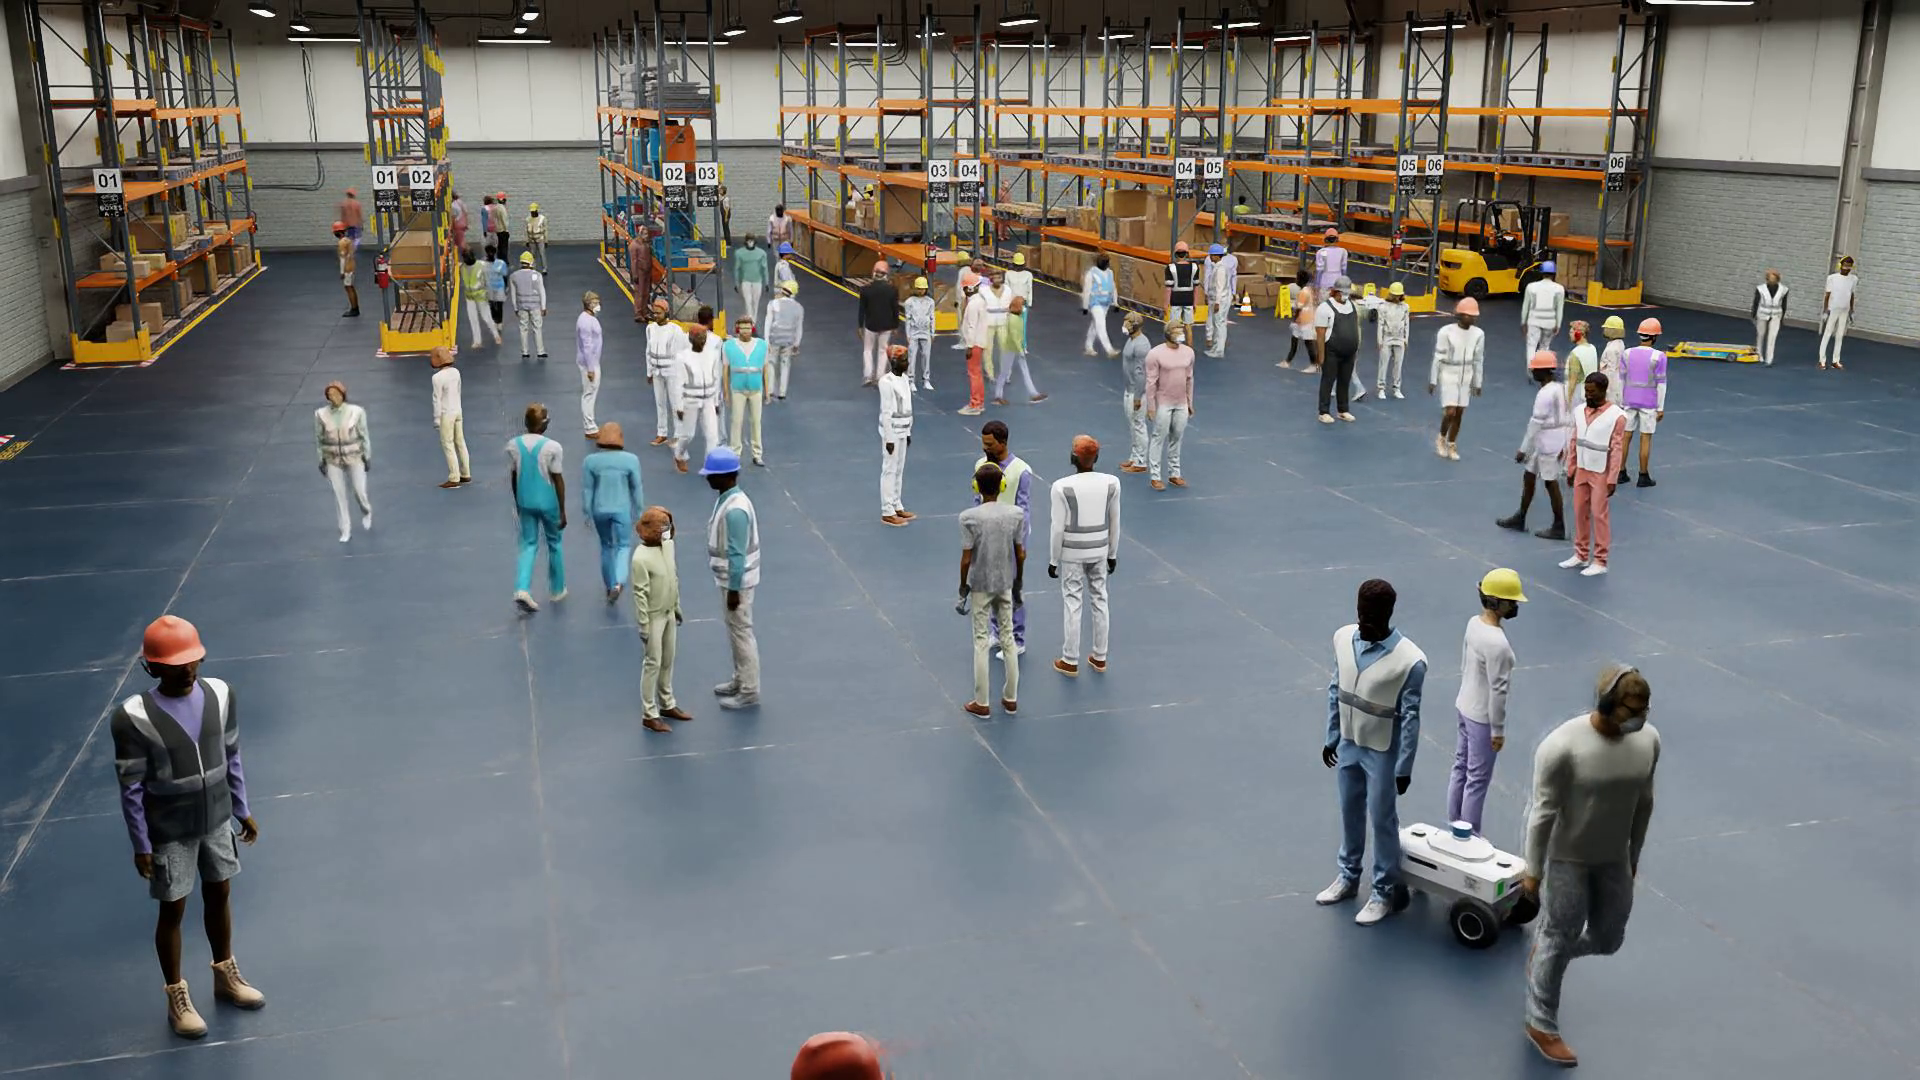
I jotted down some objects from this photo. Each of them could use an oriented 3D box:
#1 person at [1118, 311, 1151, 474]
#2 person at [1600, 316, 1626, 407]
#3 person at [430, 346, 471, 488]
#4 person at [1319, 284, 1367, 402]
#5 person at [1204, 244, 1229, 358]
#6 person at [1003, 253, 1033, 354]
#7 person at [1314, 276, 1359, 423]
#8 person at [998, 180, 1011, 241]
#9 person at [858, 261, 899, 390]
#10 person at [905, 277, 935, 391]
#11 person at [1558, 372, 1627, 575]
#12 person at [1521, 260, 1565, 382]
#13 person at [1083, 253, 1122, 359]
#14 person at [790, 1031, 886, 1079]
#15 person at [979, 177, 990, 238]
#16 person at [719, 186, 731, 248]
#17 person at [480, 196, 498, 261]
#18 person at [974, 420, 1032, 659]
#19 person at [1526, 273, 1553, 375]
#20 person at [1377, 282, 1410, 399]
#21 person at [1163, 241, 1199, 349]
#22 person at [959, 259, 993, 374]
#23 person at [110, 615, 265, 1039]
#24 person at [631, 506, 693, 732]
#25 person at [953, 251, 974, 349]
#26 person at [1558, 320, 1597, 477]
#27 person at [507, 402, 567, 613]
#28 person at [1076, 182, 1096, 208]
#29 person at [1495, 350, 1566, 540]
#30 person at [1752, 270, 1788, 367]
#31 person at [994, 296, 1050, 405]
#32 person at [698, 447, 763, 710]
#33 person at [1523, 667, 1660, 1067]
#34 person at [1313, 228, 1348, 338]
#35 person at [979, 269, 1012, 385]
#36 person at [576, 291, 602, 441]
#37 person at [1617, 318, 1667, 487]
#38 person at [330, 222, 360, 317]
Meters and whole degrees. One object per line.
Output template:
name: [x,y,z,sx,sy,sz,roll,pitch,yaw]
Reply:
person: [2.082,-1.746,19.732,0.367,1.932,0.623,-2,15,-7]
person: [8.086,-1.920,20.731,0.301,1.745,0.483,9,17,30]
person: [-5.858,-1.410,19.049,0.289,1.624,0.498,4,15,14]
person: [5.714,-2.915,24.546,0.546,1.716,0.880,-14,20,-41]
person: [4.421,-4.115,28.623,0.411,1.940,0.606,0,15,1]
person: [1.006,-4.117,28.966,0.524,1.764,0.323,-1,15,-5]
person: [5.201,-2.624,22.813,0.689,2.000,0.535,-8,17,-27]
person: [1.394,-10.299,51.975,0.399,1.900,0.650,10,18,32]
person: [-1.241,-3.267,25.396,0.632,1.957,0.422,-2,15,-7]
person: [-0.602,-3.136,25.328,0.482,1.734,0.332,-5,16,-18]
person: [5.940,-0.633,15.581,0.397,1.908,0.598,-7,16,-24]
person: [9.101,-3.403,26.000,0.617,1.911,0.815,4,15,15]
person: [2.463,-4.023,28.565,0.986,1.784,0.629,13,20,41]
person: [-0.307,2.257,4.705,0.844,1.908,0.550,-8,17,-27]
person: [0.713,-10.577,52.935,0.548,1.937,0.379,-14,20,-41]
person: [-6.983,-9.585,49.407,0.343,1.840,0.505,-5,16,-18]
person: [-12.722,-8.347,44.772,0.803,1.812,0.663,8,17,27]
person: [0.342,-0.022,13.285,0.399,1.907,0.600,-13,20,-40]
person: [9.308,-3.468,26.669,0.321,1.690,0.537,8,17,28]
person: [6.421,-2.952,24.639,0.491,1.735,0.326,-2,15,-9]
person: [3.700,-3.977,27.913,0.605,2.037,0.394,-3,15,-13]
person: [0.275,-3.589,26.867,0.608,1.846,0.387,1,15,3]
person: [-3.642,1.336,7.903,0.378,2.045,0.605,10,18,33]
person: [-2.111,0.547,11.682,0.293,1.623,0.507,5,16,19]
person: [0.077,-4.256,29.533,0.342,1.733,0.540,6,16,22]
person: [7.289,-1.662,19.596,0.398,1.834,0.563,12,19,38]
person: [-3.671,-0.269,14.397,0.514,1.814,0.773,1,15,4]
person: [3.760,-9.704,49.645,0.602,1.940,0.402,-3,15,-13]
person: [5.817,-0.962,16.820,0.852,1.898,0.558,7,17,26]
person: [13.523,-3.721,27.816,0.526,1.583,0.904,6,16,20]
person: [0.881,-2.727,24.048,0.870,1.586,0.503,5,16,18]
person: [-1.667,0.269,12.136,0.420,1.938,0.604,-4,15,-15]
person: [2.866,1.445,7.740,0.654,1.914,0.569,-3,15,-13]
person: [6.828,-4.727,30.736,0.605,2.035,0.392,-3,15,-10]
person: [0.572,-3.311,25.846,0.570,1.798,0.845,-5,16,-19]
person: [-4.802,-2.269,21.677,0.379,1.937,0.629,-2,15,-7]
person: [7.812,-1.574,19.058,0.359,1.938,0.545,-14,20,-42]
person: [-12.572,-5.523,33.958,0.418,1.926,0.545,-3,15,-13]
